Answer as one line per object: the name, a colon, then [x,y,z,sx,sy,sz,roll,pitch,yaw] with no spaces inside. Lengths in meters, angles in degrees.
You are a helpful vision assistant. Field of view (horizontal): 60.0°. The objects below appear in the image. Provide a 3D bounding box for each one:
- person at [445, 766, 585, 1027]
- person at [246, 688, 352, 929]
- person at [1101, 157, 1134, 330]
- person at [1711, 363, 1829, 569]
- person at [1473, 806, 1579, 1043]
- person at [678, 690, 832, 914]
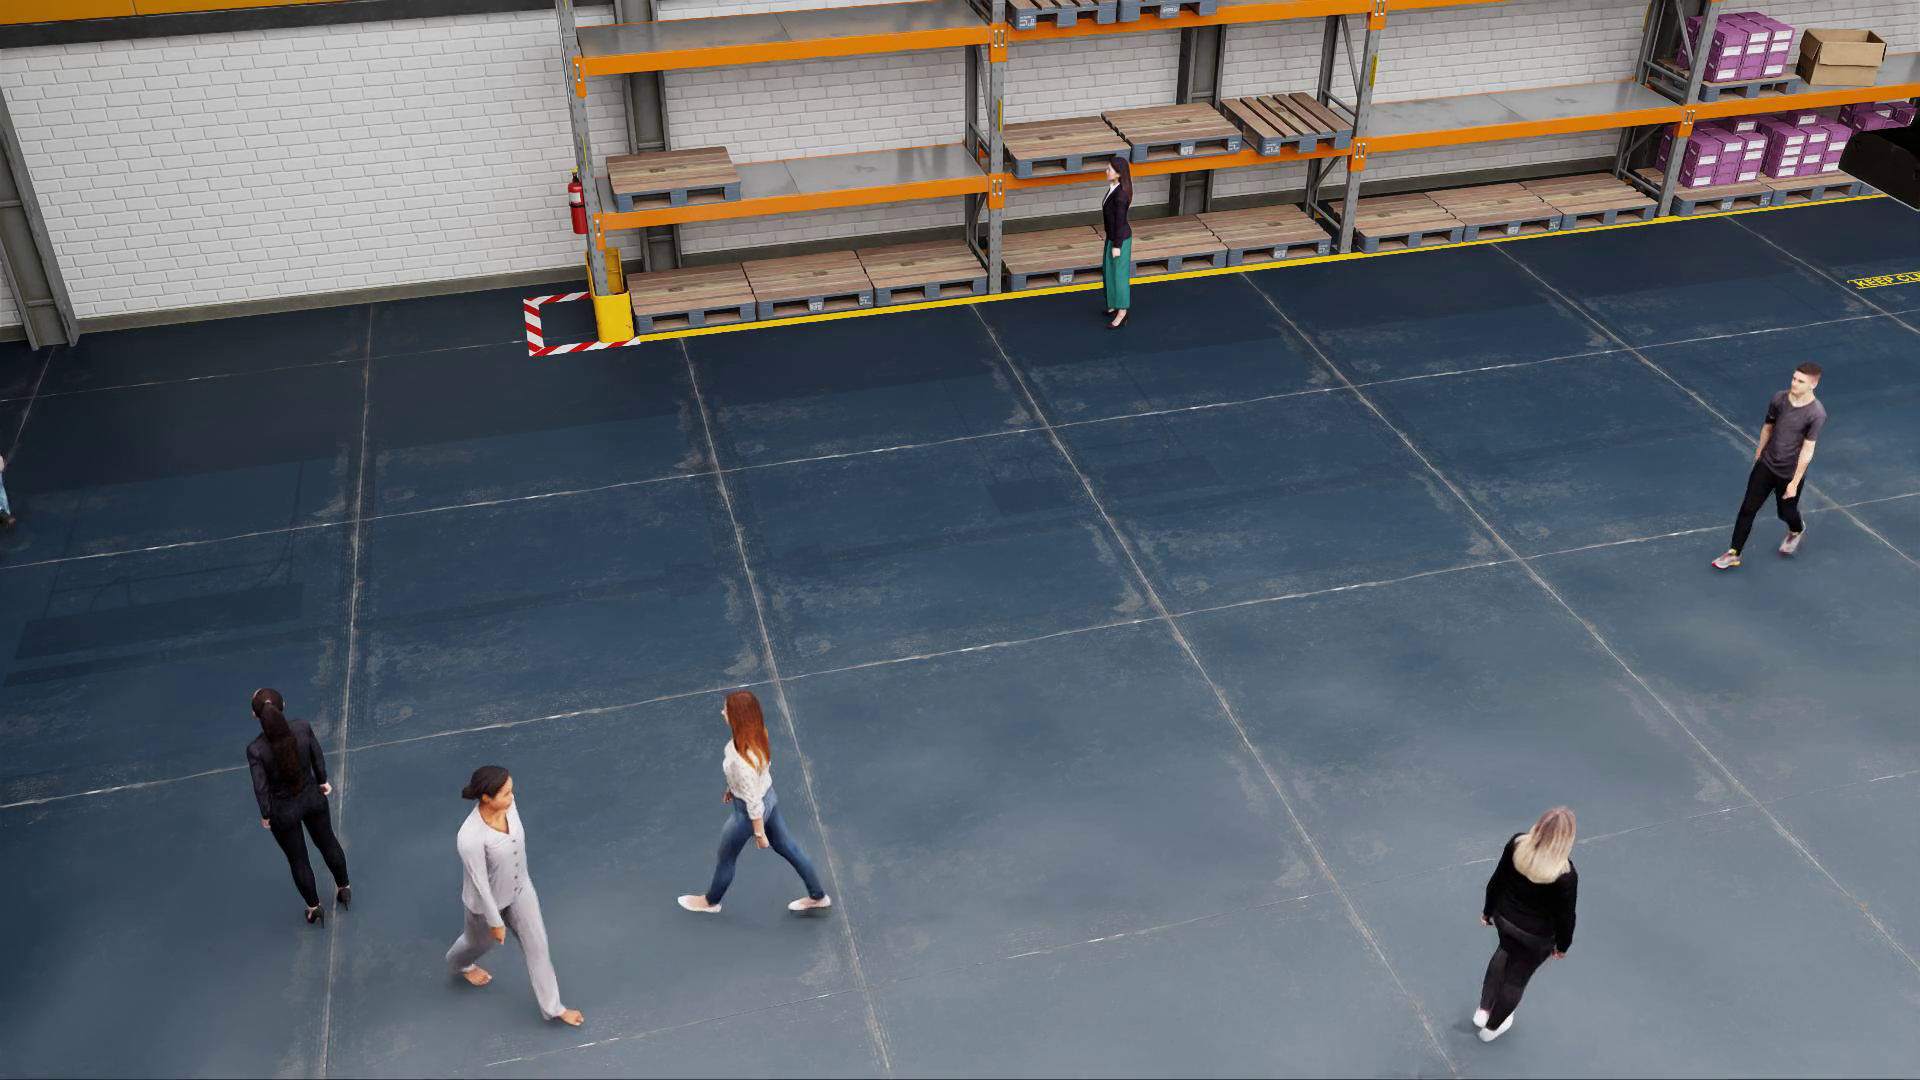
person: [-2.611,1.920,9.107,1.199,1.693,1.115,16,37,23]
person: [-3.852,1.540,9.662,0.710,1.712,0.604,26,42,33]
person: [1.557,-2.940,16.381,0.608,1.736,0.669,-2,34,-3]
person: [6.384,-0.556,12.792,1.170,1.738,0.858,-19,38,-26]
person: [2.947,2.102,8.851,0.726,1.674,0.724,-24,41,-32]
person: [-1.105,1.565,9.650,1.212,1.683,0.902,5,34,7]
